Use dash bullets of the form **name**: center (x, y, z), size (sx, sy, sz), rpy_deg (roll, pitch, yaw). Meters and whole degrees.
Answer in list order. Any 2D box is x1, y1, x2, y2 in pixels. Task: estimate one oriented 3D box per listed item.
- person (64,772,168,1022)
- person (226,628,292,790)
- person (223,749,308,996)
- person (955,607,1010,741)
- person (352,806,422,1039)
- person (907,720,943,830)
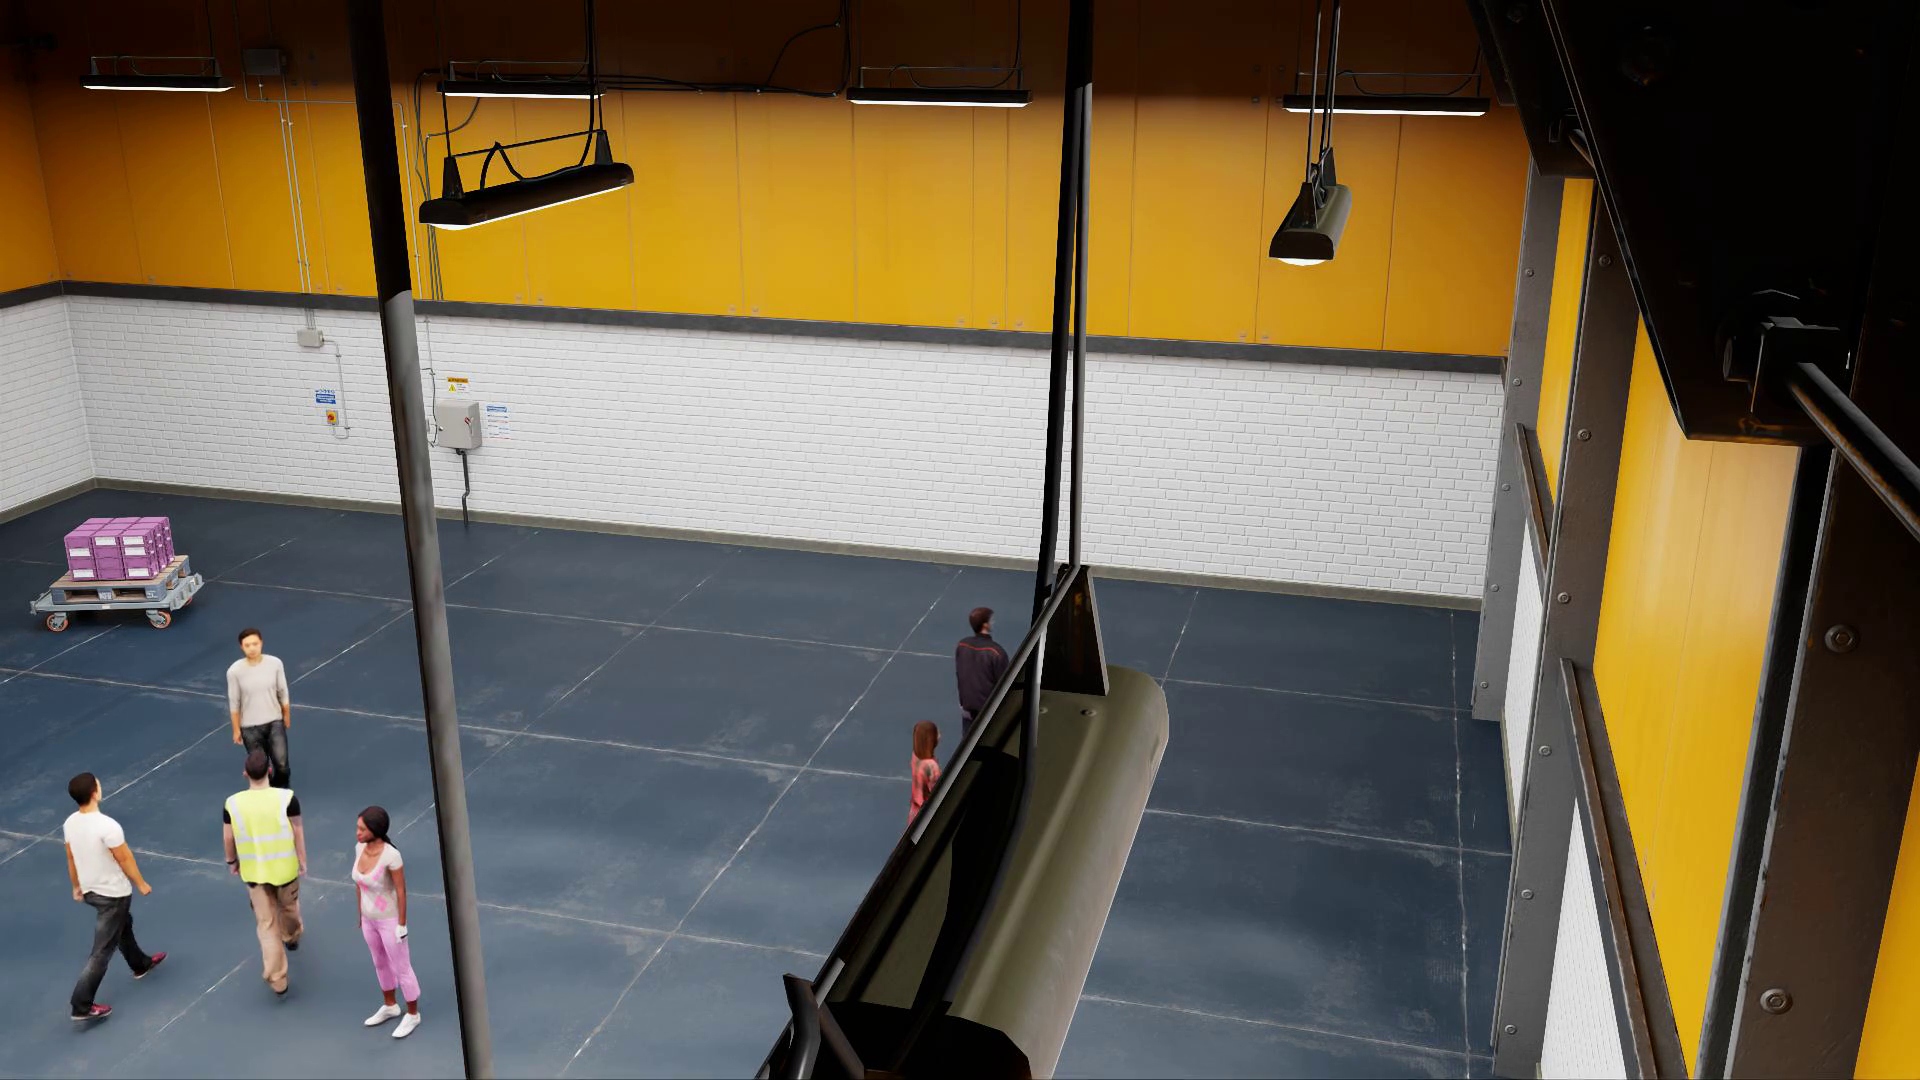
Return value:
- **person**: center (-6.165, 2.560, 11.860), size (0.809, 1.766, 1.201), rpy_deg (9, 21, 25)
- **person**: center (-6.184, 1.592, 14.685), size (0.767, 1.798, 0.821), rpy_deg (-10, 21, -27)
- **person**: center (-5.035, 2.447, 12.149), size (1.165, 1.795, 1.296), rpy_deg (-7, 20, -21)
- **person**: center (0.196, 1.483, 14.945), size (0.780, 1.839, 0.693), rpy_deg (12, 22, 32)
- **person**: center (-4.021, 2.651, 11.628), size (0.636, 1.741, 0.597), rpy_deg (11, 21, 29)
- **person**: center (-0.310, 2.218, 12.994), size (0.957, 1.690, 0.936), rpy_deg (-7, 20, -20)
